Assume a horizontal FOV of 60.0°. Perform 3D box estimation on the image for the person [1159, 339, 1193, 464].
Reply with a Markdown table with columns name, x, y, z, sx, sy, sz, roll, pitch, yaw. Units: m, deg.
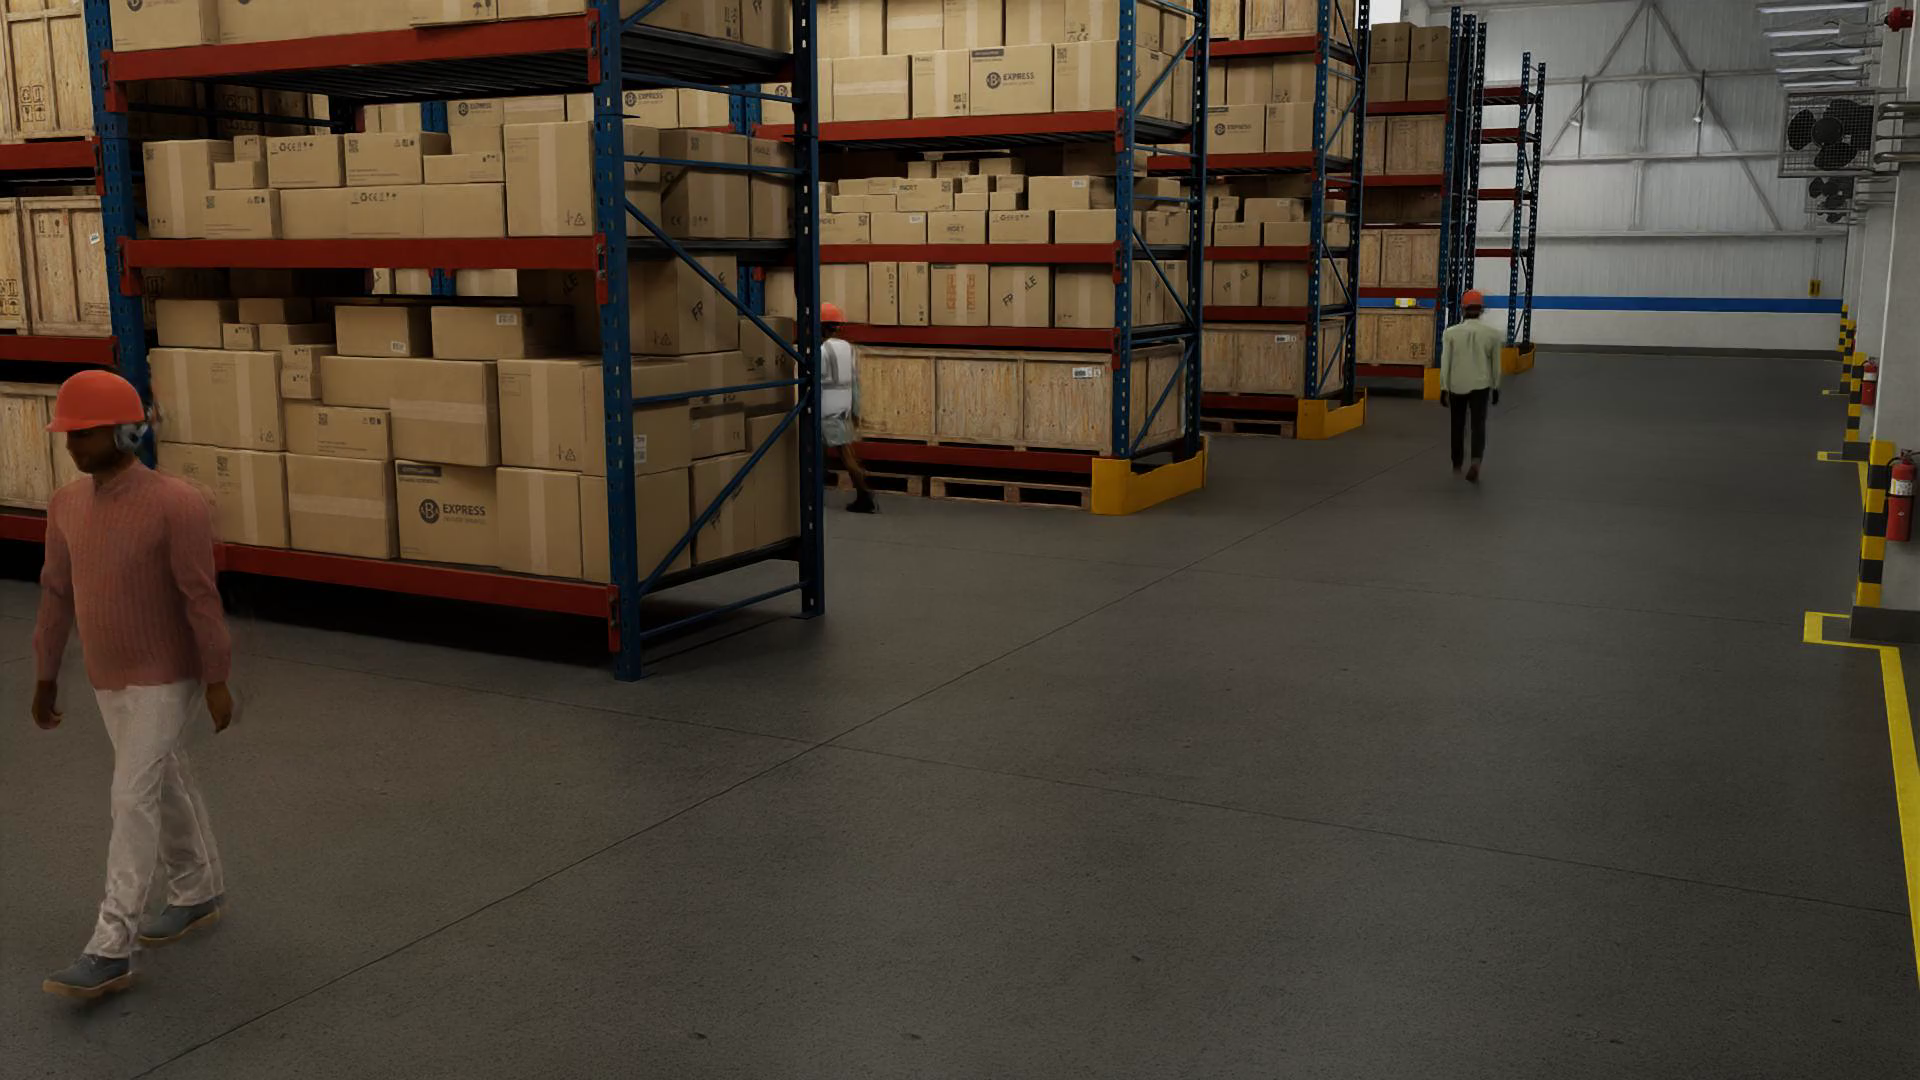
| name | x | y | z | sx | sy | sz | roll | pitch | yaw |
| --- | --- | --- | --- | --- | --- | --- | --- | --- | --- |
| person | 2.238 | -1.575 | 17.433 | 0.430 | 1.827 | 0.624 | 5 | 11 | 25 |

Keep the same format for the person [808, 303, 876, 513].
| name | x | y | z | sx | sy | sz | roll | pitch | yaw |
| --- | --- | --- | --- | --- | --- | --- | --- | --- | --- |
| person | -1.177 | -1.190 | 15.009 | 1.020 | 1.884 | 0.560 | 5 | 11 | 26 |

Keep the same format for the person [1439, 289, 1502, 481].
| name | x | y | z | sx | sy | sz | roll | pitch | yaw |
| --- | --- | --- | --- | --- | --- | --- | --- | --- | --- |
| person | 5.268 | -1.601 | 17.164 | 0.621 | 1.964 | 0.957 | 2 | 10 | 14 |

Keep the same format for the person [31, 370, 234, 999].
| name | x | y | z | sx | sy | sz | roll | pitch | yaw |
| --- | --- | --- | --- | --- | --- | --- | --- | --- | --- |
| person | -2.744 | 0.448 | 5.312 | 0.649 | 1.954 | 0.925 | 4 | 11 | 22 |
